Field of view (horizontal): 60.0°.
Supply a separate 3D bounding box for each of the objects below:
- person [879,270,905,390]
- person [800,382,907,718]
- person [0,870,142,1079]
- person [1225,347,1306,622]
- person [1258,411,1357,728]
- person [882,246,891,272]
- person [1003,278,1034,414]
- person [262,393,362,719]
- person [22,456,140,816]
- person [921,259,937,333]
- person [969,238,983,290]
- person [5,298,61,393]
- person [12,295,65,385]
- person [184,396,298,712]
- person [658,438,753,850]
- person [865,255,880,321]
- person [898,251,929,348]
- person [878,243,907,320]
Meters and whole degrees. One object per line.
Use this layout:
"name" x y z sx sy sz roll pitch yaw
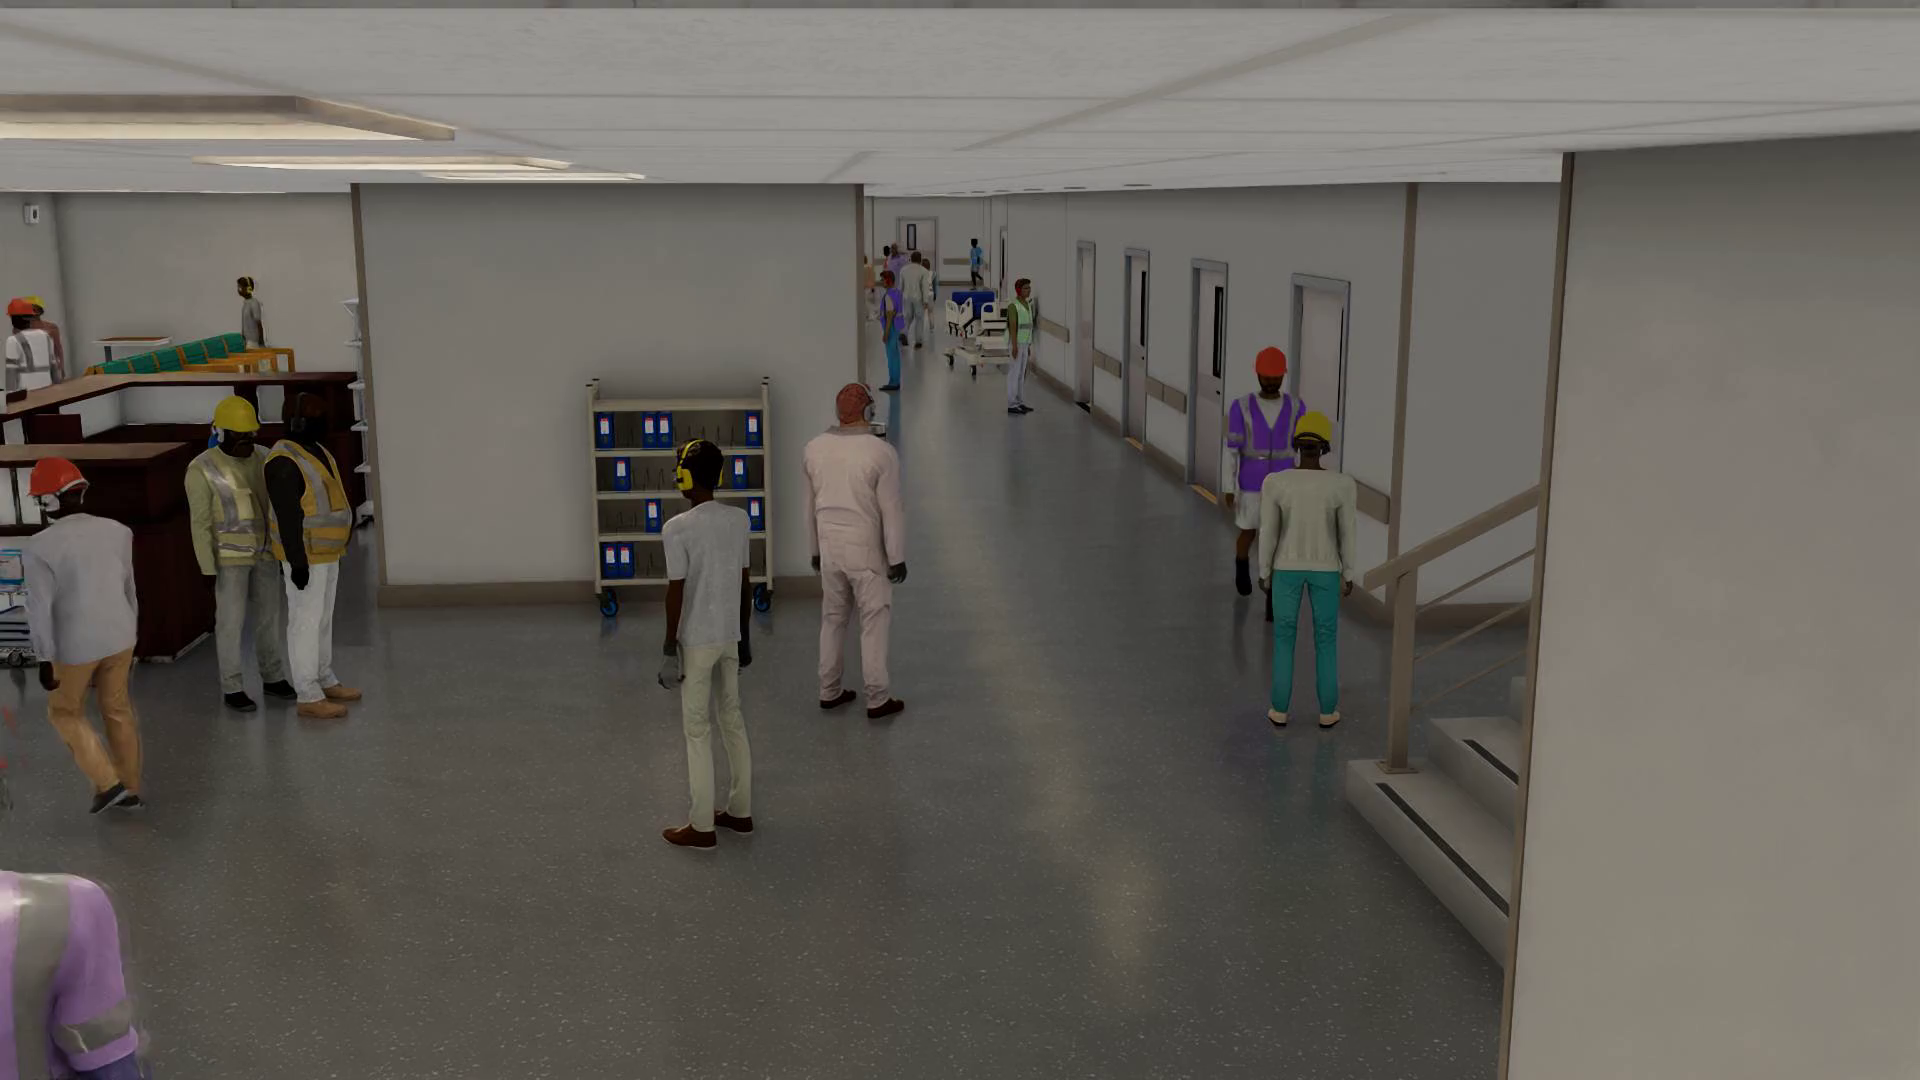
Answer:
"person" -1.055 -3.220 25.598 0.404 1.838 0.574 2 12 10
"person" -0.585 0.053 9.467 0.653 1.899 0.399 7 14 32
"person" -1.866 1.275 3.208 0.700 2.029 0.420 -6 13 -26
"person" 2.153 -0.432 11.815 0.554 1.913 0.864 0 12 1
"person" 1.920 0.166 9.227 0.533 1.767 0.327 2 12 10
"person" -1.909 -7.005 44.432 0.322 1.697 0.535 -1 12 -3
"person" 0.813 -2.677 22.918 0.397 1.847 0.564 5 13 23
"person" -3.670 0.082 9.458 0.429 1.844 0.623 -1 12 -4
"person" -4.132 0.464 7.845 0.421 1.731 0.605 6 13 26
"person" -0.756 -5.381 36.669 0.509 1.629 0.315 -3 12 -16
"person" 0.545 -8.959 54.012 0.446 1.680 0.544 -7 13 -31
"person" -9.812 -1.589 17.497 1.011 1.882 0.566 2 12 11
"person" -11.220 -2.100 20.304 0.535 1.766 0.320 -3 12 -15
"person" -4.108 0.076 9.548 0.403 1.819 0.599 6 13 29
"person" -1.148 0.470 7.517 0.324 1.862 0.510 9 14 36
"person" -2.175 -6.056 39.997 0.582 1.611 0.520 4 12 19
"person" -0.928 -4.747 32.875 0.673 1.919 0.555 4 12 20
"person" -1.570 -6.297 40.557 0.883 1.875 0.660 -11 16 -44
